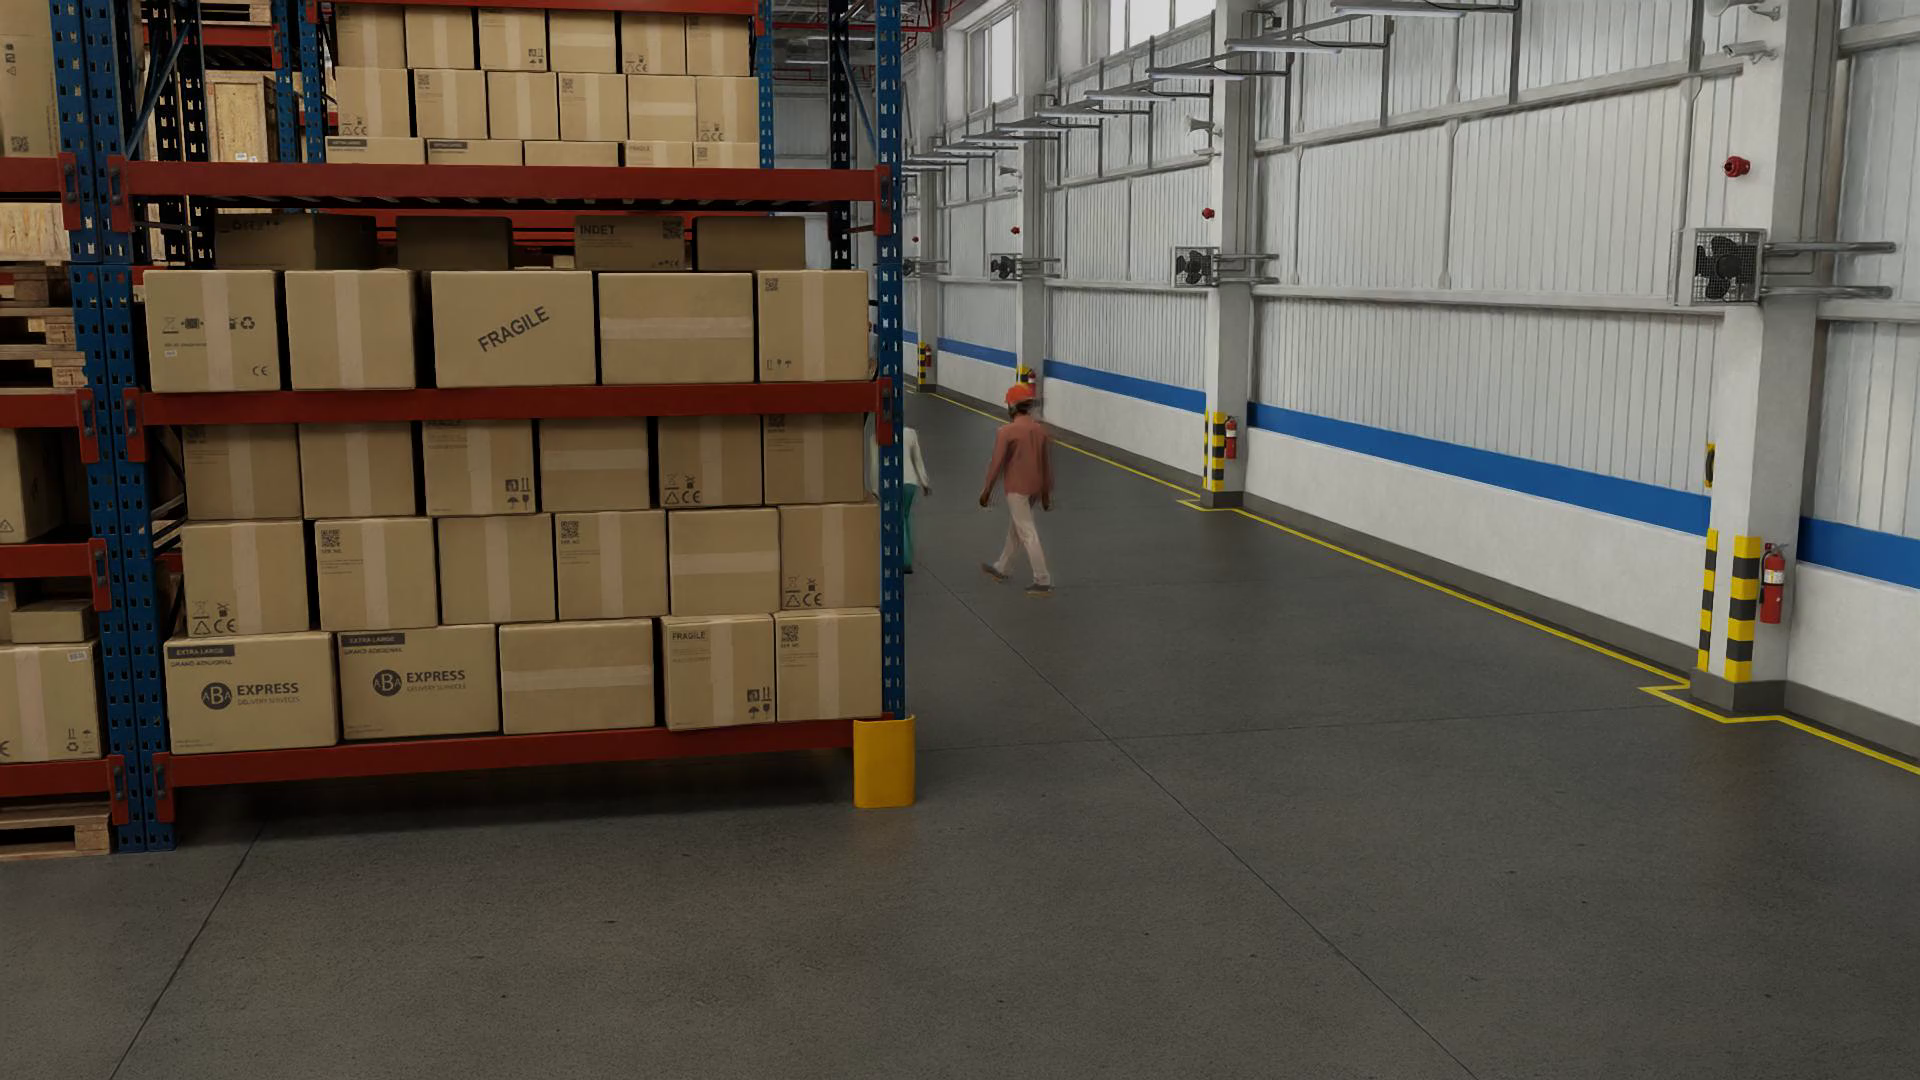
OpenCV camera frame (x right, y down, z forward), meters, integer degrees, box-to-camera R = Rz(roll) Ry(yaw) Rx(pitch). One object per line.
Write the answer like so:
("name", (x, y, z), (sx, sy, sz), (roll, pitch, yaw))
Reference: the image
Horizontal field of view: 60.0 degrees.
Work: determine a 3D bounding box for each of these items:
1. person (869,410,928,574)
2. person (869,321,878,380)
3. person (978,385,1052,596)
("person", (-0.649, -0.542, 16.623), (0.586, 1.711, 0.729), (-5, 11, -29))
("person", (-2.230, -4.463, 40.441), (0.564, 1.748, 0.339), (-2, 10, -12))
("person", (0.525, -0.473, 15.559), (1.043, 1.935, 0.629), (8, 12, 41))
